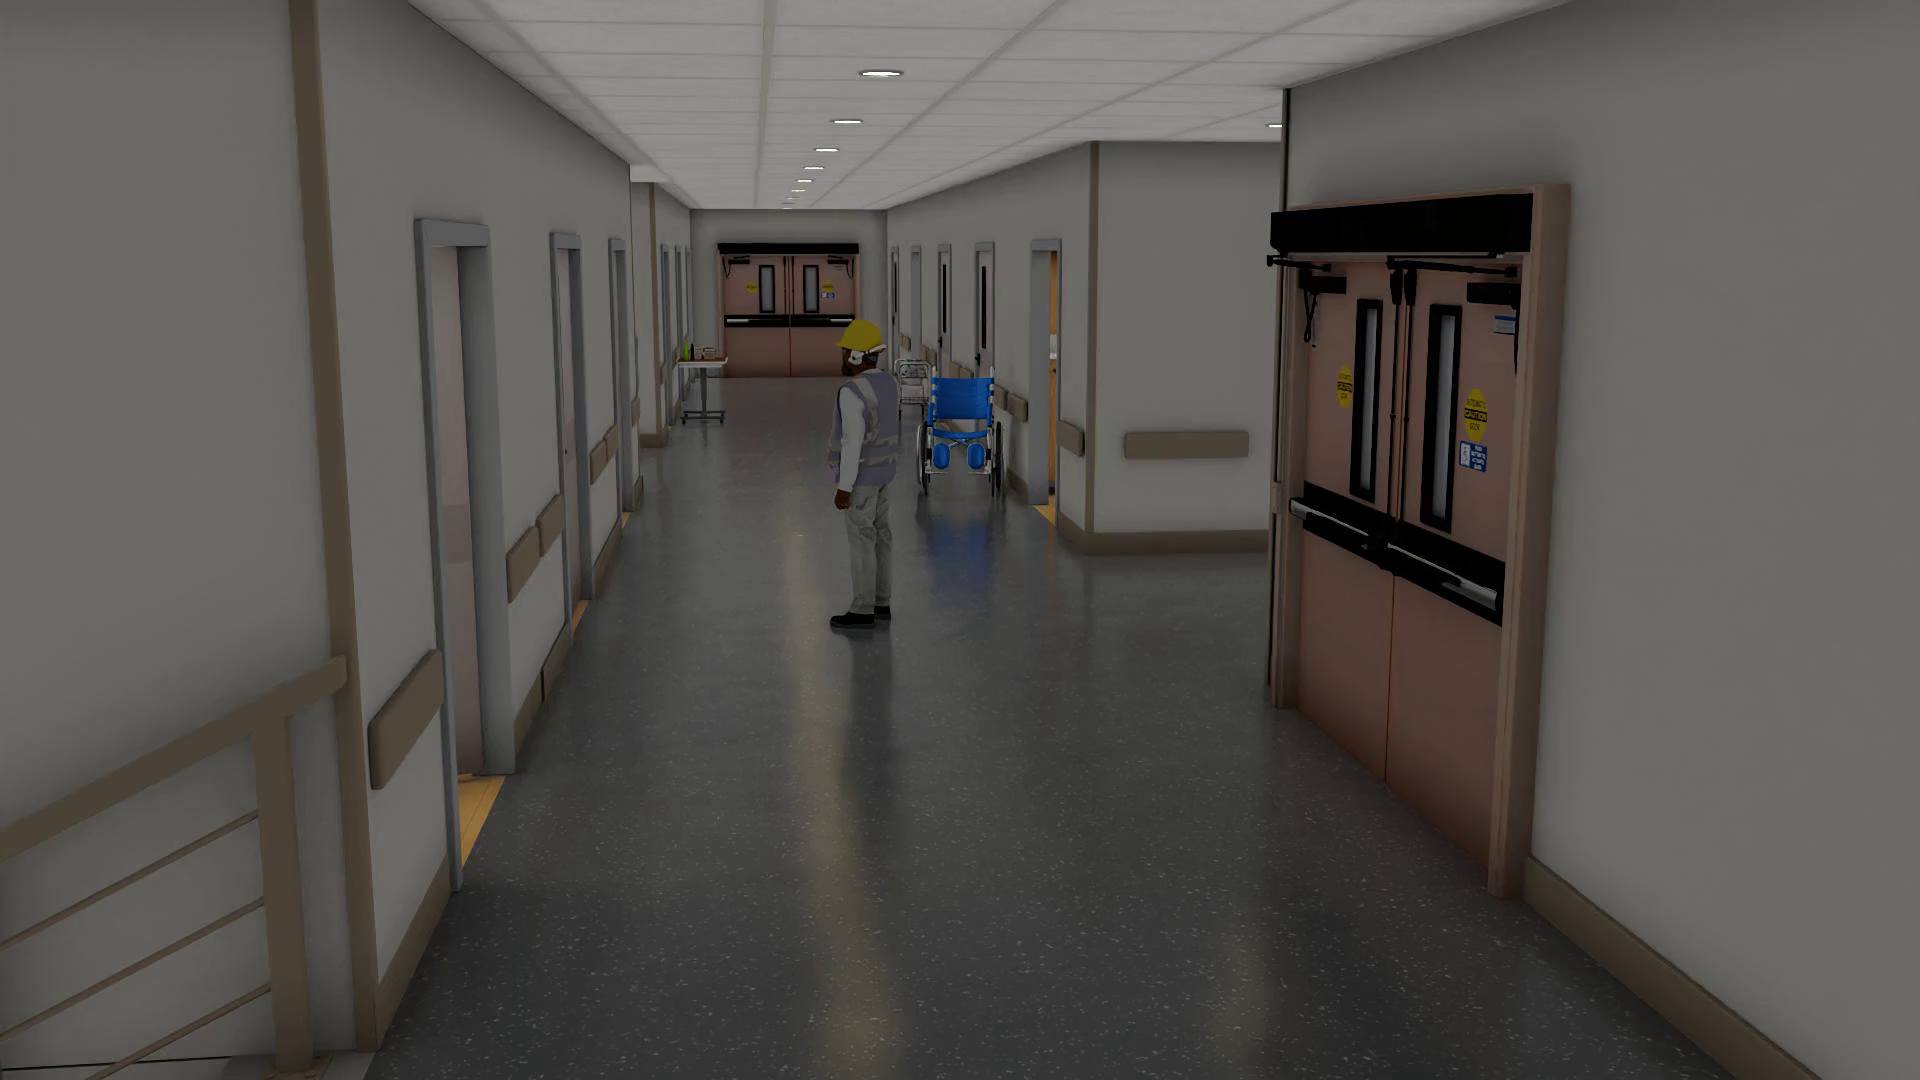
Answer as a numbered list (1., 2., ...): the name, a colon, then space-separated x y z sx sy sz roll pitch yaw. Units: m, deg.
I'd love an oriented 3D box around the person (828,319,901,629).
1. person: -0.581 -0.390 9.902 0.403 1.837 0.590 4 11 22
